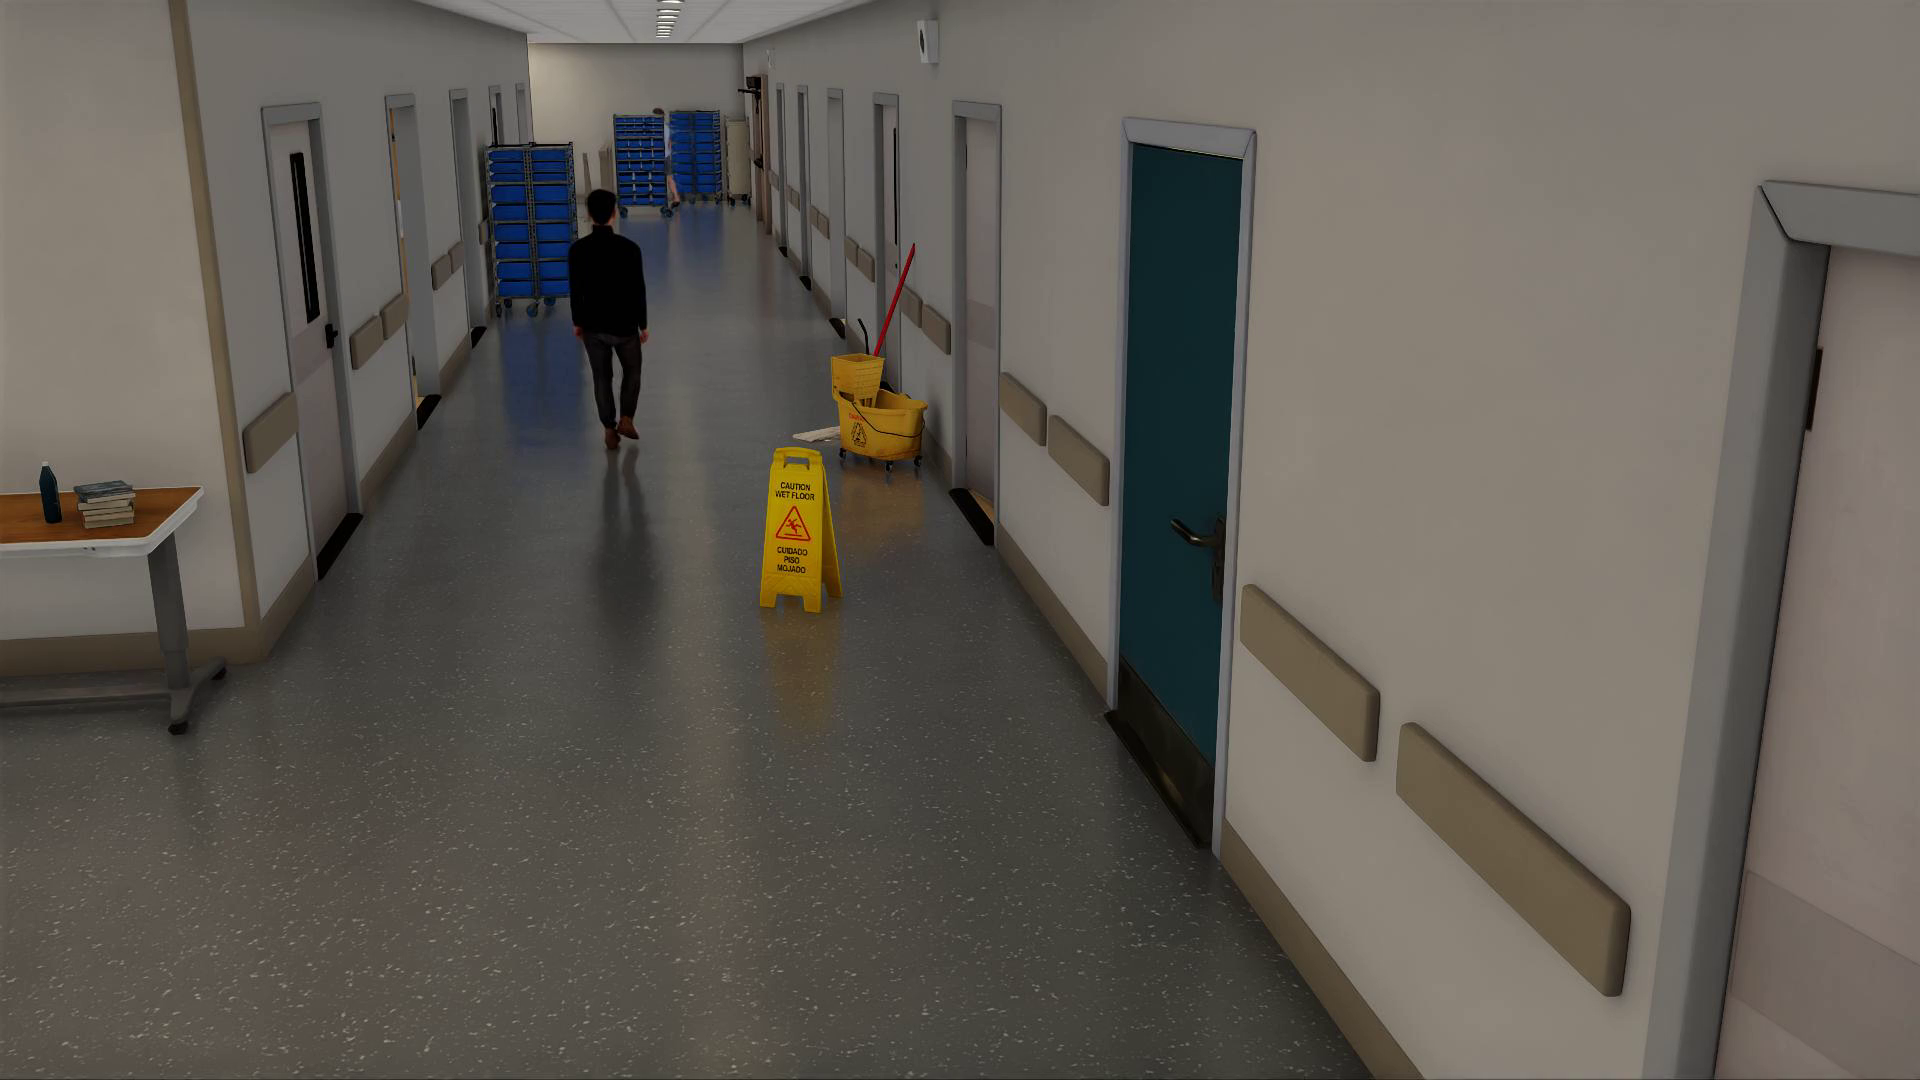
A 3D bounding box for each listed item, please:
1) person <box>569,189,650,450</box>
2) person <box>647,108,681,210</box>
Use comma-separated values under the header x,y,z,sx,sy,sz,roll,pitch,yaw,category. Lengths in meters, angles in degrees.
x,y,z,sx,sy,sz,roll,pitch,yaw,category
-2.335,-1.450,11.065,0.685,1.717,0.599,-1,16,-4,person
-5.424,-6.954,30.434,1.090,1.801,1.257,-15,22,-42,person
